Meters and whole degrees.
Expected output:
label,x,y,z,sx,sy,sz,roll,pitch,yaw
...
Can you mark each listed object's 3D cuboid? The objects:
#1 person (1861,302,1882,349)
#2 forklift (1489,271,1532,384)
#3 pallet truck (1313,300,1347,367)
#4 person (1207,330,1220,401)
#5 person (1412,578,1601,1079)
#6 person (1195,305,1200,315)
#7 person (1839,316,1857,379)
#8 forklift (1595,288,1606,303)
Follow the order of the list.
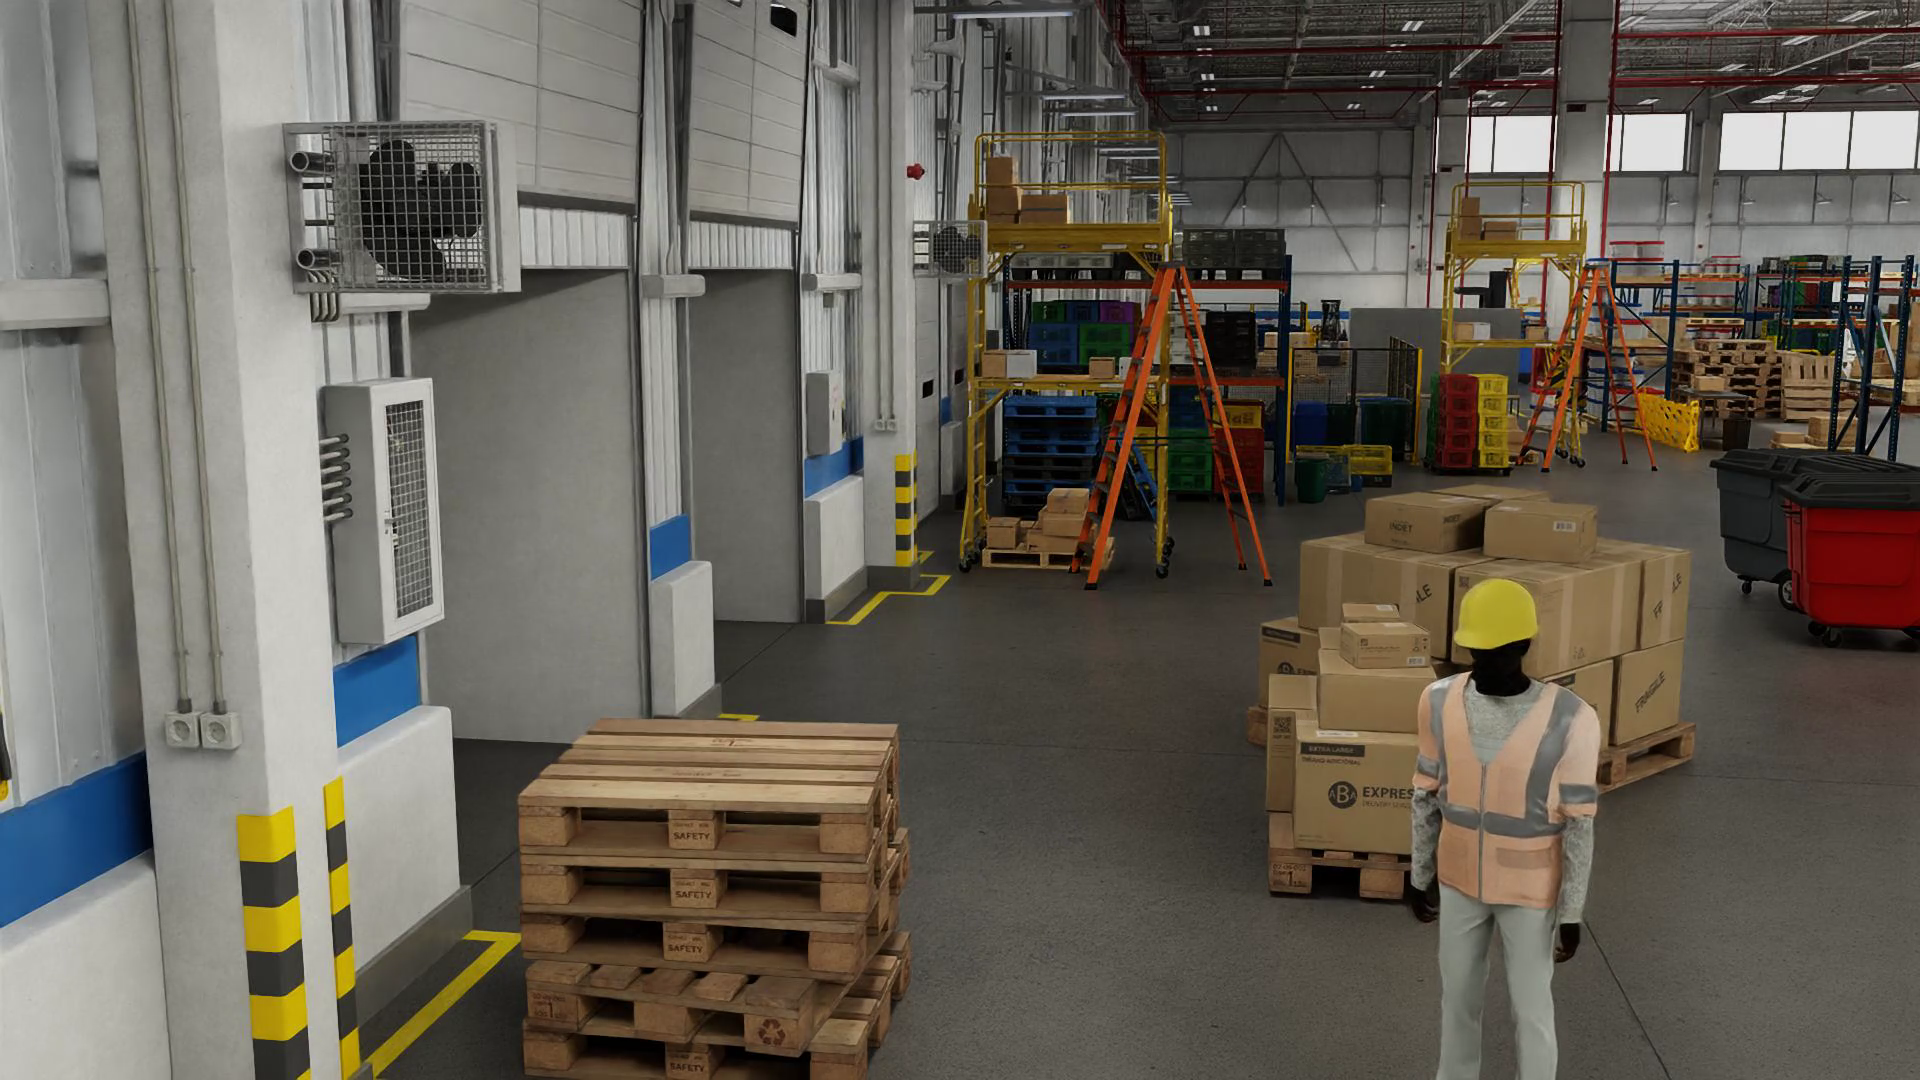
label,x,y,z,sx,sy,sz,roll,pitch,yaw
person,29.514,-6.850,53.907,0.630,1.938,0.369,-1,9,-8
forklift,13.422,-5.322,41.591,1.873,2.768,1.129,1,9,9
pallet truck,11.159,-6.200,49.718,0.823,1.965,1.885,4,10,26
person,5.335,-3.638,35.047,0.314,1.634,0.515,-4,10,-23
person,1.666,1.060,5.191,0.585,1.920,0.395,8,12,41
person,6.294,-5.344,44.658,0.544,1.929,0.390,-5,10,-28
person,18.997,-3.854,35.606,0.355,1.882,0.576,7,12,37
forklift,16.828,-5.799,44.531,1.129,2.768,1.873,-6,11,-32
